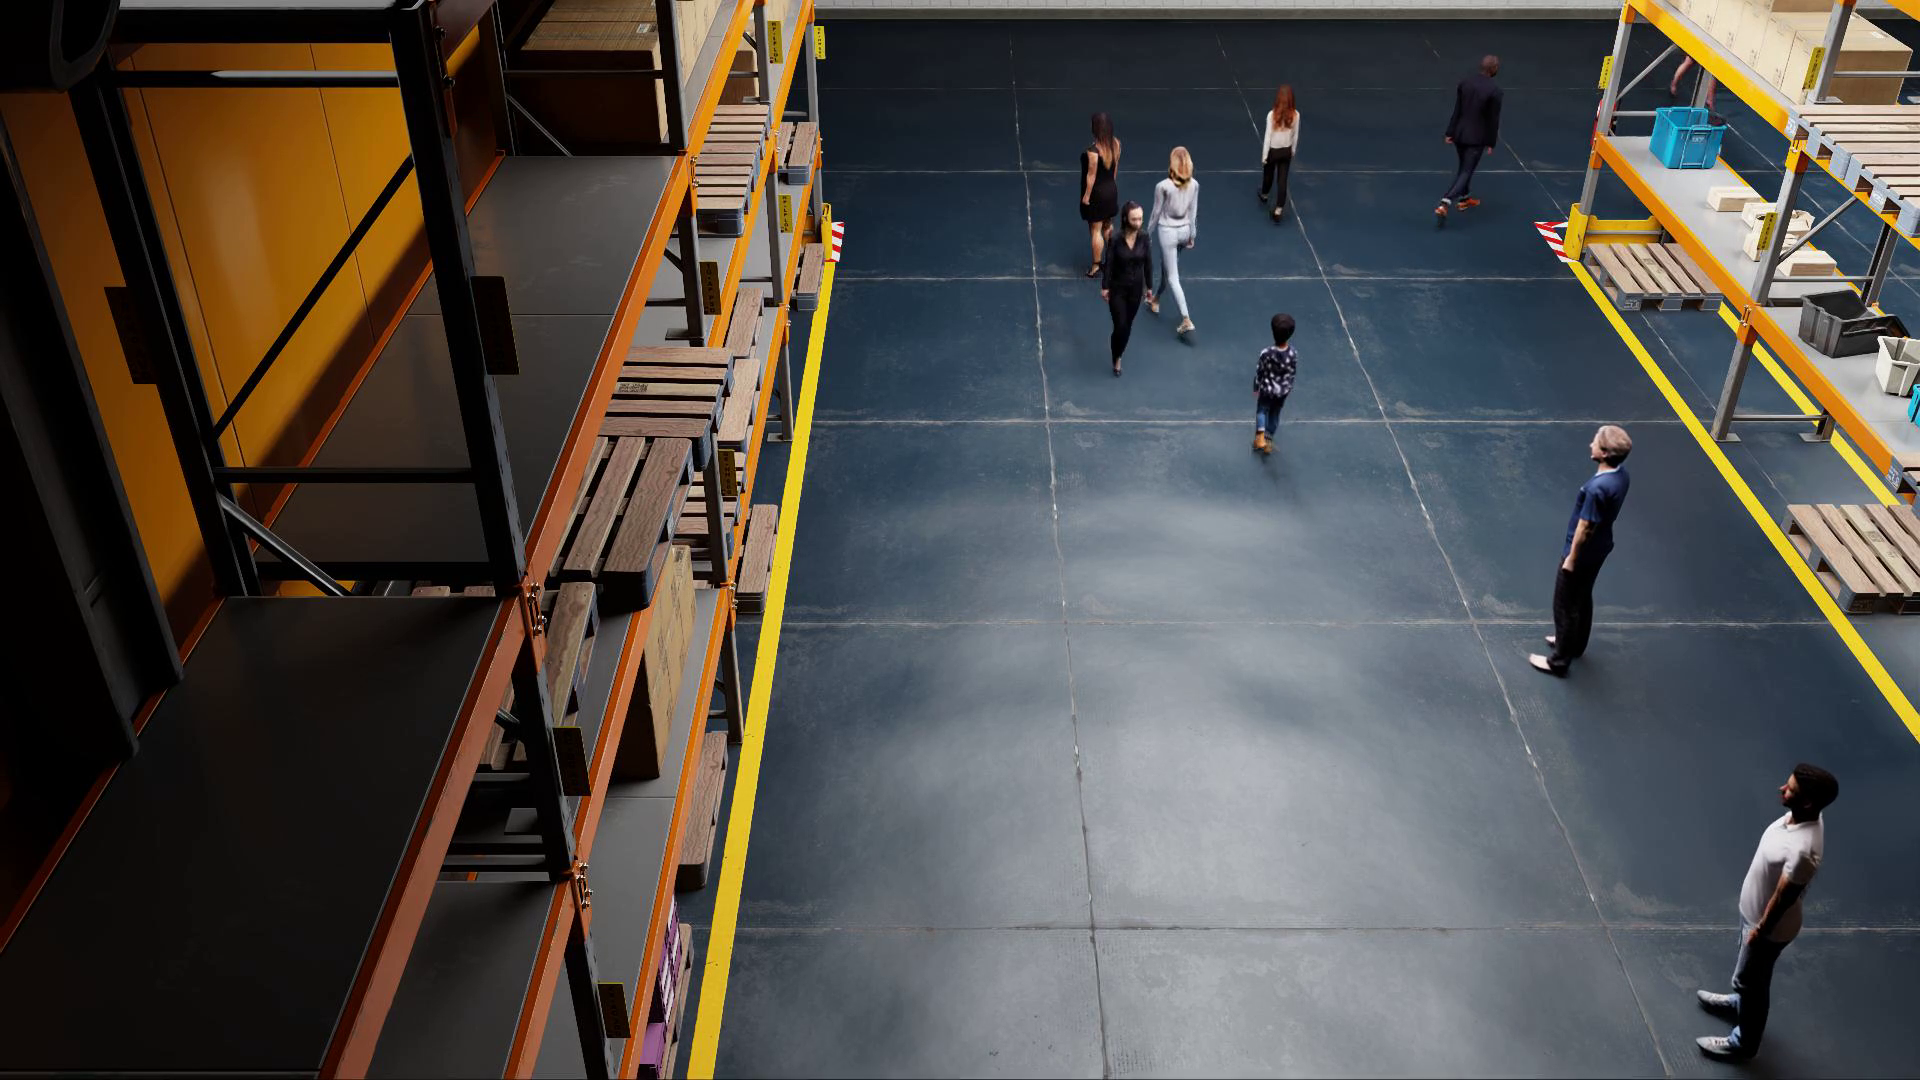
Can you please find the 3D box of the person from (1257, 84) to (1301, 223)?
[{"bbox_3d":[3.498,-4.178,18.116,0.638,1.443,0.985,-3,34,-5],"label":"person"}]

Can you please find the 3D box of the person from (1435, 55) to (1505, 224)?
[{"bbox_3d":[5.462,-4.305,18.005,1.231,1.779,1.249,-24,40,-31],"label":"person"}]

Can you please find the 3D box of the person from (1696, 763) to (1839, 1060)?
[{"bbox_3d":[4.197,1.914,8.580,0.807,1.855,0.654,14,36,20],"label":"person"}]

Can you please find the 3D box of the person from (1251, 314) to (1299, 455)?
[{"bbox_3d":[2.643,-1.270,13.924,0.498,1.241,0.545,-3,34,-4],"label":"person"}]

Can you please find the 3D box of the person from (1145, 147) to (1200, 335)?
[{"bbox_3d":[2.056,-2.804,15.770,0.926,1.752,1.275,-12,36,-18],"label":"person"}]

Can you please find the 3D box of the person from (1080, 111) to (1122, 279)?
[{"bbox_3d":[1.426,-3.496,16.844,0.825,1.716,0.750,25,41,32],"label":"person"}]

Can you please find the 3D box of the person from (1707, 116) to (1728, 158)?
[{"bbox_3d":[8.000,-3.983,17.997,0.616,1.250,0.706,-15,36,-21],"label":"person"}]

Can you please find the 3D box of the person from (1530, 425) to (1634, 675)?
[{"bbox_3d":[4.288,0.068,11.347,0.797,1.866,0.699,22,40,30],"label":"person"}]

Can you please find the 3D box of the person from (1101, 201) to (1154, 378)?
[{"bbox_3d":[1.457,-2.269,15.014,0.690,1.698,0.716,-10,35,-14],"label":"person"}]
